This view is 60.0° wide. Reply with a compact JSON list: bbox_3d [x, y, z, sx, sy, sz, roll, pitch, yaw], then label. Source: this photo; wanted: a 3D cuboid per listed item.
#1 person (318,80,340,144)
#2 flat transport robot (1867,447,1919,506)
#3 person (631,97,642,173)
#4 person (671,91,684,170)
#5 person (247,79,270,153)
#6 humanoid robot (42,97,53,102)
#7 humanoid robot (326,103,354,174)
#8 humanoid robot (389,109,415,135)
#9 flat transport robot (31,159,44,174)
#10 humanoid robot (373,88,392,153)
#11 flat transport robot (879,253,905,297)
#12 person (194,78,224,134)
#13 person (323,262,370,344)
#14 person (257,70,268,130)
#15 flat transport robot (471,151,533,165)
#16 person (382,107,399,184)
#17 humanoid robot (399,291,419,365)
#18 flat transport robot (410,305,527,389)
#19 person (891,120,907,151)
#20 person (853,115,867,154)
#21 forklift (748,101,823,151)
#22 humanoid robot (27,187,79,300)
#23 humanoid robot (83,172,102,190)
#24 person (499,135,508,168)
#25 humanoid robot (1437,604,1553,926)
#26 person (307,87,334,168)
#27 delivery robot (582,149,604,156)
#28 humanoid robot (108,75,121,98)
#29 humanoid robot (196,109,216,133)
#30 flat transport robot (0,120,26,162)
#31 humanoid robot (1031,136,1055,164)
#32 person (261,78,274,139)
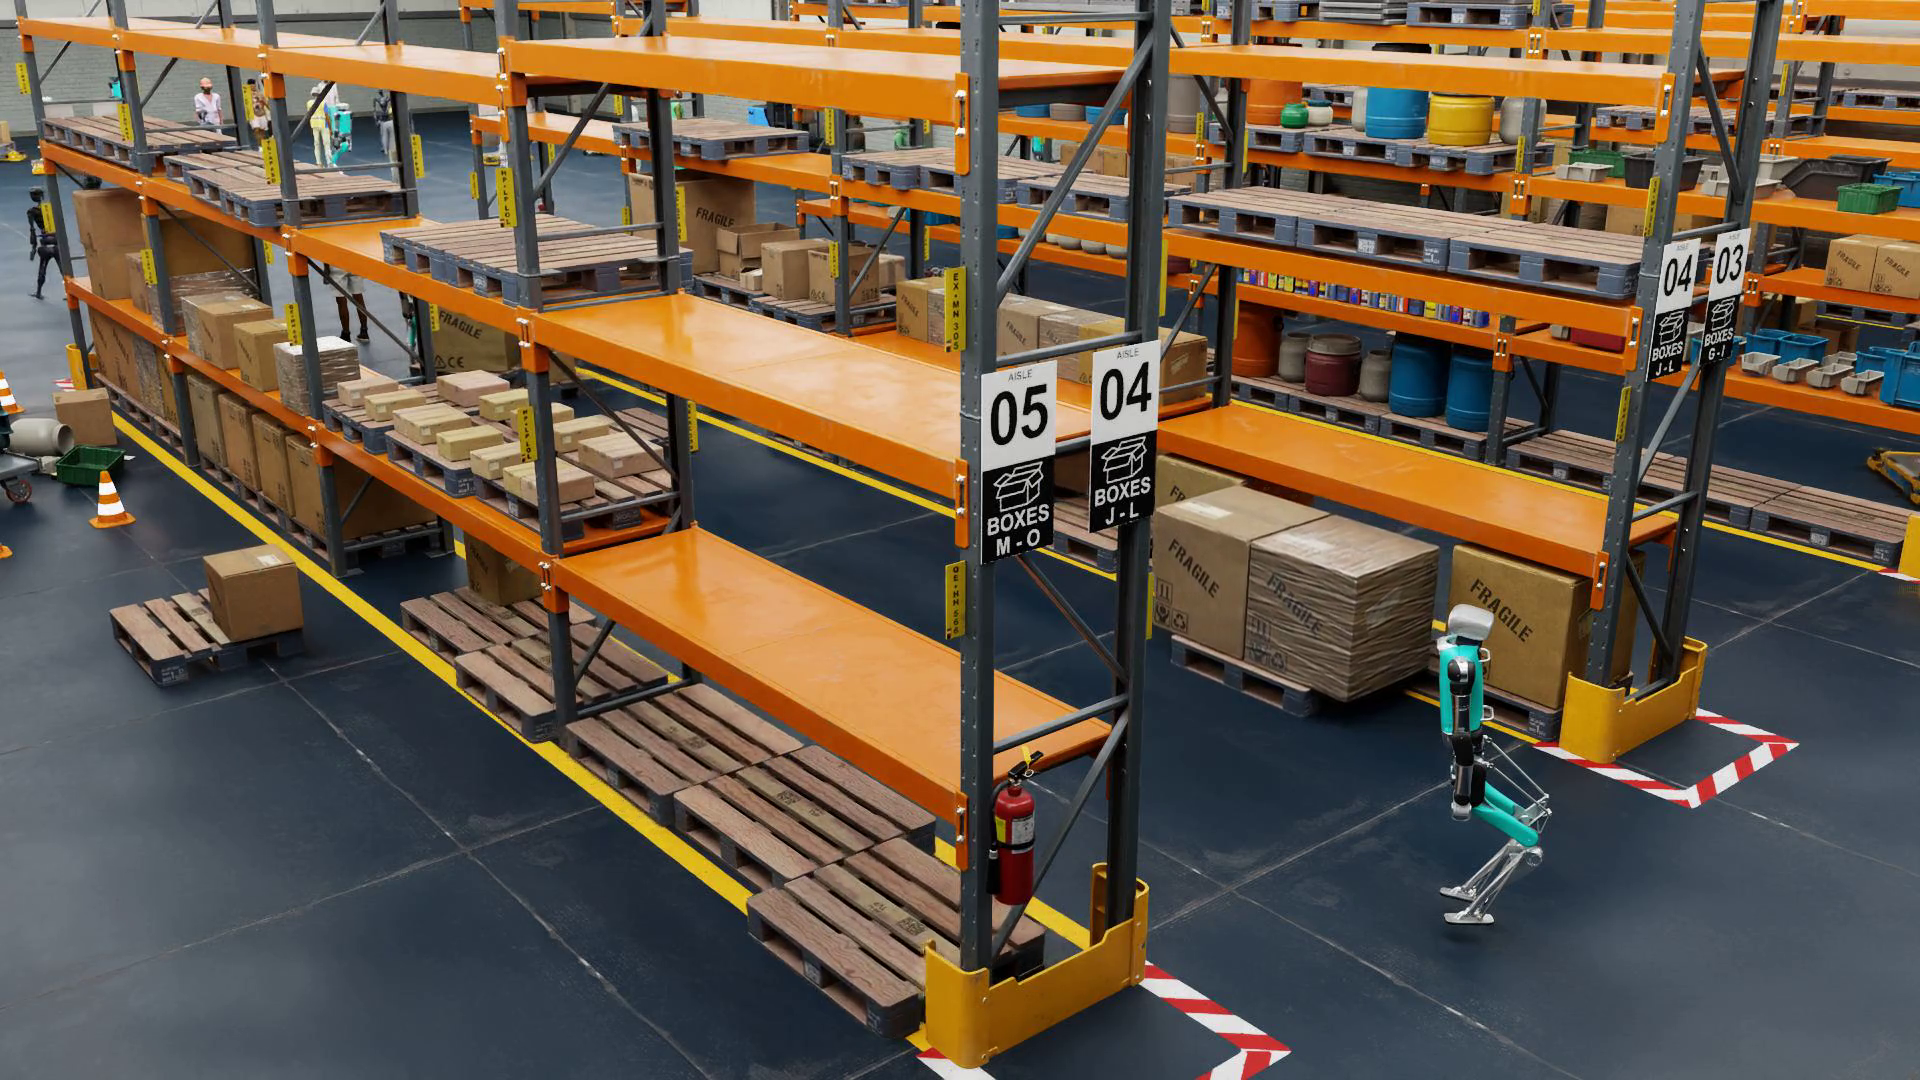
[{"bbox_3d":[-16.851,-11.541,44.364,0.516,1.859,1.011,-4,20,-10],"label":"person"},{"bbox_3d":[9.097,-0.569,15.556,0.659,0.231,1.431,3,20,8],"label":"flat transport robot"},{"bbox_3d":[-7.393,-9.104,37.407,0.375,1.890,0.571,-13,23,-32],"label":"person"},{"bbox_3d":[-6.476,-9.415,38.159,0.405,1.978,0.482,-8,21,-22],"label":"person"},{"bbox_3d":[-17.787,-10.764,42.214,0.819,1.829,0.598,-16,25,-38],"label":"person"},{"bbox_3d":[-20.711,-9.185,37.962,0.550,1.825,0.746,-11,22,-28],"label":"humanoid robot"},{"bbox_3d":[-13.663,-8.627,36.326,0.910,1.803,0.535,7,21,19],"label":"humanoid robot"},{"bbox_3d":[-13.041,-9.542,38.978,0.612,1.648,0.377,-1,19,-2],"label":"humanoid robot"},{"bbox_3d":[-21.214,-8.694,38.678,0.659,0.231,1.431,-10,22,-26],"label":"flat transport robot"},{"bbox_3d":[-14.533,-10.634,42.115,0.600,1.635,0.710,-3,20,-10],"label":"humanoid robot"},{"bbox_3d":[-1.472,-3.225,23.113,1.431,0.231,0.659,14,24,34],"label":"flat transport robot"},{"bbox_3d":[-17.792,-9.930,39.527,0.371,2.043,0.612,16,25,38],"label":"person"},{"bbox_3d":[-7.877,-3.471,21.266,0.368,1.960,0.605,15,24,36],"label":"person"},{"bbox_3d":[-19.871,-12.708,47.682,0.387,1.874,0.514,8,21,23],"label":"person"},{"bbox_3d":[-11.092,-9.250,40.260,0.659,0.231,1.431,11,22,28],"label":"flat transport robot"},{"bbox_3d":[-12.099,-8.439,35.758,0.549,1.713,0.915,-7,21,-20],"label":"person"},{"bbox_3d":[-6.312,-2.647,19.414,0.544,1.876,0.764,-14,24,-34],"label":"humanoid robot"},{"bbox_3d":[-5.376,-1.702,18.780,0.659,0.231,1.431,10,22,26],"label":"flat transport robot"},{"bbox_3d":[-1.120,-7.516,33.137,0.525,1.715,0.506,0,19,0],"label":"person"},{"bbox_3d":[-2.242,-8.325,35.400,0.457,1.750,0.543,17,25,39],"label":"person"},{"bbox_3d":[-4.526,-11.368,42.374,1.129,2.768,1.873,-15,24,-37],"label":"forklift"},{"bbox_3d":[-13.208,-4.276,24.013,0.724,1.629,0.593,5,20,14],"label":"humanoid robot"},{"bbox_3d":[-14.494,-5.596,27.741,0.491,1.637,0.610,-2,19,-5],"label":"humanoid robot"},{"bbox_3d":[-8.754,-7.246,32.135,0.432,1.870,0.610,-8,21,-21],"label":"person"},{"bbox_3d":[2.690,1.142,8.271,0.735,1.677,0.533,5,20,14],"label":"humanoid robot"},{"bbox_3d":[-14.870,-9.557,38.688,0.540,1.893,0.396,2,19,6],"label":"person"},{"bbox_3d":[-9.197,-9.958,41.823,0.503,0.580,0.752,0,19,0],"label":"delivery robot"},{"bbox_3d":[-22.724,-11.550,44.626,0.530,1.772,0.980,5,20,13],"label":"humanoid robot"},{"bbox_3d":[-16.211,-8.444,35.841,0.610,1.645,0.345,7,21,19],"label":"humanoid robot"},{"bbox_3d":[-23.612,-9.330,40.490,1.431,0.231,0.659,-6,20,-15],"label":"flat transport robot"},{"bbox_3d":[1.857,-7.510,33.187,1.012,1.759,0.533,-10,22,-27],"label":"humanoid robot"},{"bbox_3d":[-18.555,-11.568,44.702,0.318,1.698,0.534,-9,21,-24],"label":"person"}]
